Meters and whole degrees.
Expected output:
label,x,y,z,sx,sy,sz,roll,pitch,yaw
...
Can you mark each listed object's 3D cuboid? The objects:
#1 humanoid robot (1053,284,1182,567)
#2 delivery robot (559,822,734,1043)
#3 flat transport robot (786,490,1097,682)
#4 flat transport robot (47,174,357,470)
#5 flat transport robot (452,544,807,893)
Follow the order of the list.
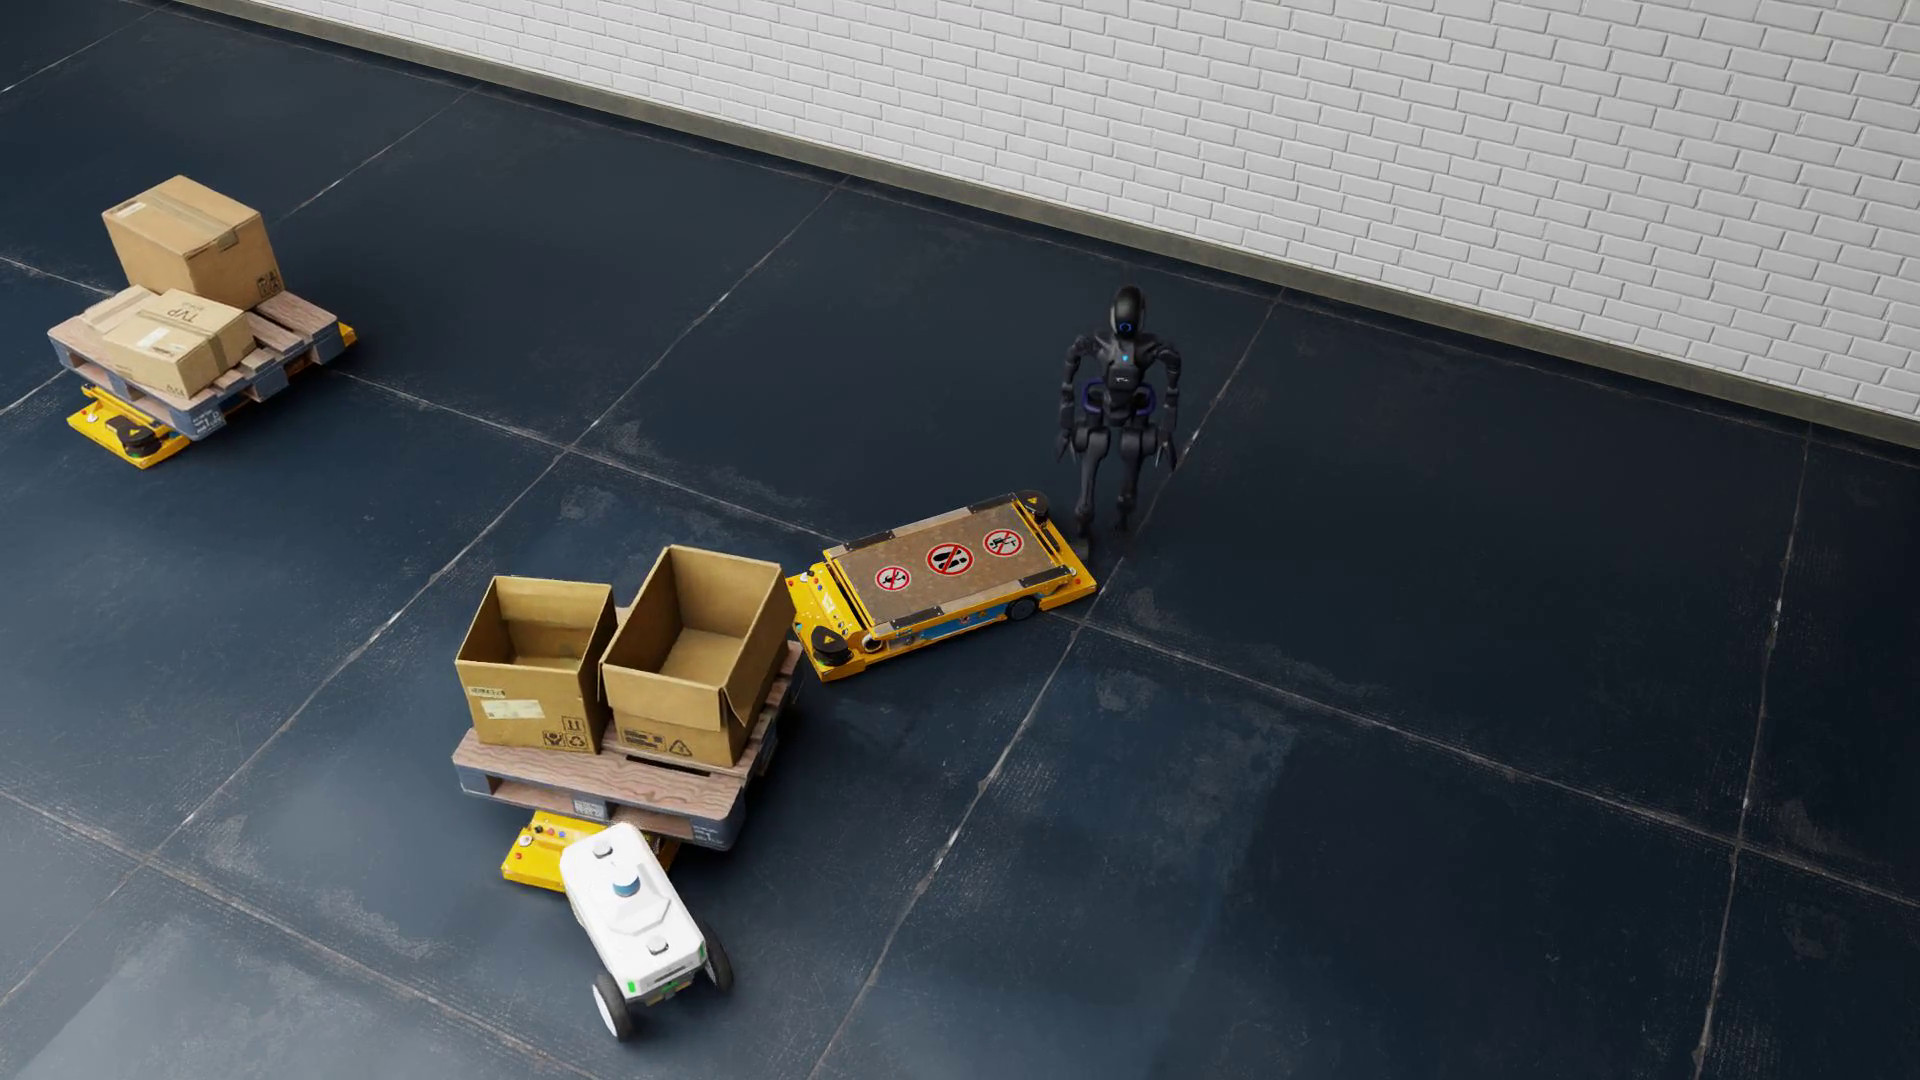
label,x,y,z,sx,sy,sz,roll,pitch,yaw
humanoid robot,0.738,-0.544,7.821,0.589,1.640,0.416,2,43,2
delivery robot,-1.255,1.482,6.440,0.499,0.586,0.773,-23,48,-23
flat transport robot,-0.120,0.201,8.038,1.431,0.231,0.659,-17,46,-18
flat transport robot,-4.159,-0.942,9.271,0.659,0.231,1.431,25,48,25
flat transport robot,-1.383,0.930,7.252,0.659,0.231,1.431,10,44,11
